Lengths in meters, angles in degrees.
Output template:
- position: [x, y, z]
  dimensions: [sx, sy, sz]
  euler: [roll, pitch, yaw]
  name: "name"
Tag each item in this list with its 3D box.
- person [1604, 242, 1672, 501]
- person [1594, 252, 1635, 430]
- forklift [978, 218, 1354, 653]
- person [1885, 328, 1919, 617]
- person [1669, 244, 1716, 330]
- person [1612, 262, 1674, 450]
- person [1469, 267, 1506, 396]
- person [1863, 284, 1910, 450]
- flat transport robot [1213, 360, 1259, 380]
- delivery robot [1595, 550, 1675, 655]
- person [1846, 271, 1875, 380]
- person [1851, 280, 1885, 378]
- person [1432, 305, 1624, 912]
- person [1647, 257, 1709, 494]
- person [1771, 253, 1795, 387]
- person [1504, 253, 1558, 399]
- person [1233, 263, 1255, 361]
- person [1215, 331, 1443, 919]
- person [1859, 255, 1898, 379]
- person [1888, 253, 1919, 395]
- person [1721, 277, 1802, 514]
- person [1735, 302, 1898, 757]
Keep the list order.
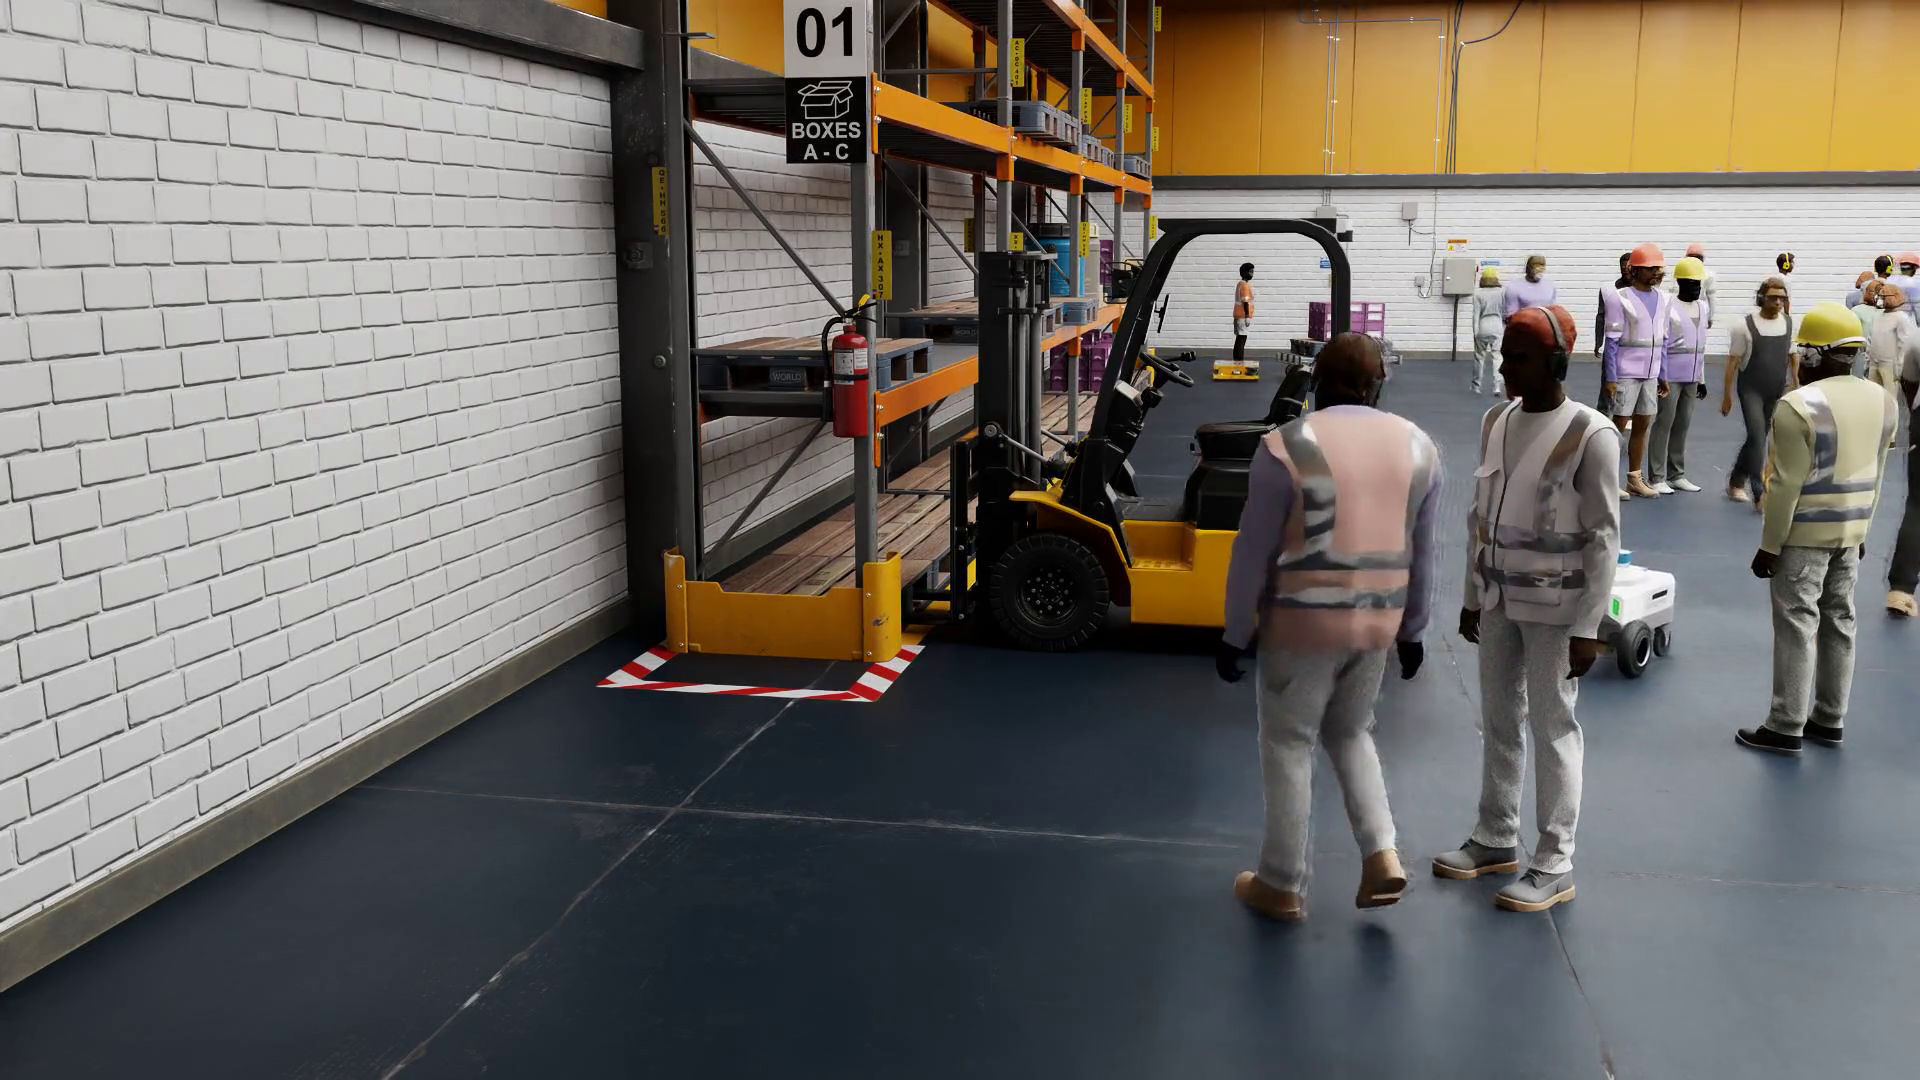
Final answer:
- position: [5.401, -1.331, 13.237]
  dimensions: [0.611, 2.043, 0.374]
  euler: [-4, 11, -21]
  name: "person"
- position: [7.213, -2.155, 18.092]
  dimensions: [0.587, 1.920, 0.390]
  euler: [5, 12, 26]
  name: "person"
- position: [1.285, -0.567, 8.635]
  dimensions: [2.313, 2.155, 1.214]
  euler: [2, 11, 11]
  name: "forklift"
- position: [5.540, -0.591, 9.187]
  dimensions: [0.685, 2.000, 1.080]
  euler: [10, 14, 42]
  name: "person"
- position: [10.421, -3.212, 23.721]
  dimensions: [0.632, 1.986, 1.070]
  euler: [4, 11, 19]
  name: "person"
- position: [6.572, -1.773, 16.077]
  dimensions: [0.598, 1.902, 0.762]
  euler: [6, 12, 31]
  name: "person"
- position: [7.033, -2.772, 22.077]
  dimensions: [0.495, 1.701, 0.888]
  euler: [1, 10, 4]
  name: "person"
- position: [9.108, -1.703, 16.399]
  dimensions: [0.267, 1.632, 0.509]
  euler: [-2, 10, -9]
  name: "person"
- position: [4.095, -2.525, 24.642]
  dimensions: [0.652, 0.197, 1.431]
  euler: [2, 11, 10]
  name: "flat transport robot"
- position: [3.223, 0.290, 8.175]
  dimensions: [0.477, 0.478, 0.707]
  euler: [10, 14, 44]
  name: "delivery robot"
- position: [12.122, -2.788, 22.347]
  dimensions: [0.497, 1.633, 0.283]
  euler: [2, 10, 10]
  name: "person"
- position: [9.822, -1.987, 17.953]
  dimensions: [0.507, 1.633, 0.278]
  euler: [0, 10, -1]
  name: "person"
- position: [1.782, 0.212, 5.212]
  dimensions: [0.339, 1.883, 0.584]
  euler: [-4, 11, -22]
  name: "person"
- position: [5.893, -1.340, 13.602]
  dimensions: [0.594, 1.926, 0.366]
  euler: [-5, 12, -28]
  name: "person"
- position: [11.454, -3.072, 23.261]
  dimensions: [0.310, 1.869, 0.531]
  euler: [-1, 10, -3]
  name: "person"
- position: [6.349, -2.215, 18.447]
  dimensions: [0.660, 1.907, 0.635]
  euler: [-2, 10, -9]
  name: "person"
- position: [4.383, -3.426, 25.684]
  dimensions: [0.320, 1.692, 0.531]
  euler: [0, 10, -2]
  name: "person"
- position: [1.115, 0.284, 5.042]
  dimensions: [0.678, 1.815, 0.487]
  euler: [-4, 11, -23]
  name: "person"
- position: [11.337, -2.576, 20.546]
  dimensions: [0.328, 1.869, 0.521]
  euler: [-5, 12, -27]
  name: "person"
- position: [12.352, -2.811, 21.812]
  dimensions: [0.910, 1.878, 0.546]
  euler: [-2, 11, -11]
  name: "person"
- position: [6.143, -1.124, 12.809]
  dimensions: [0.505, 1.800, 0.968]
  euler: [-1, 10, -4]
  name: "person"
- position: [3.442, -0.037, 6.718]
  dimensions: [0.586, 1.833, 0.404]
  euler: [-5, 11, -24]
  name: "person"
